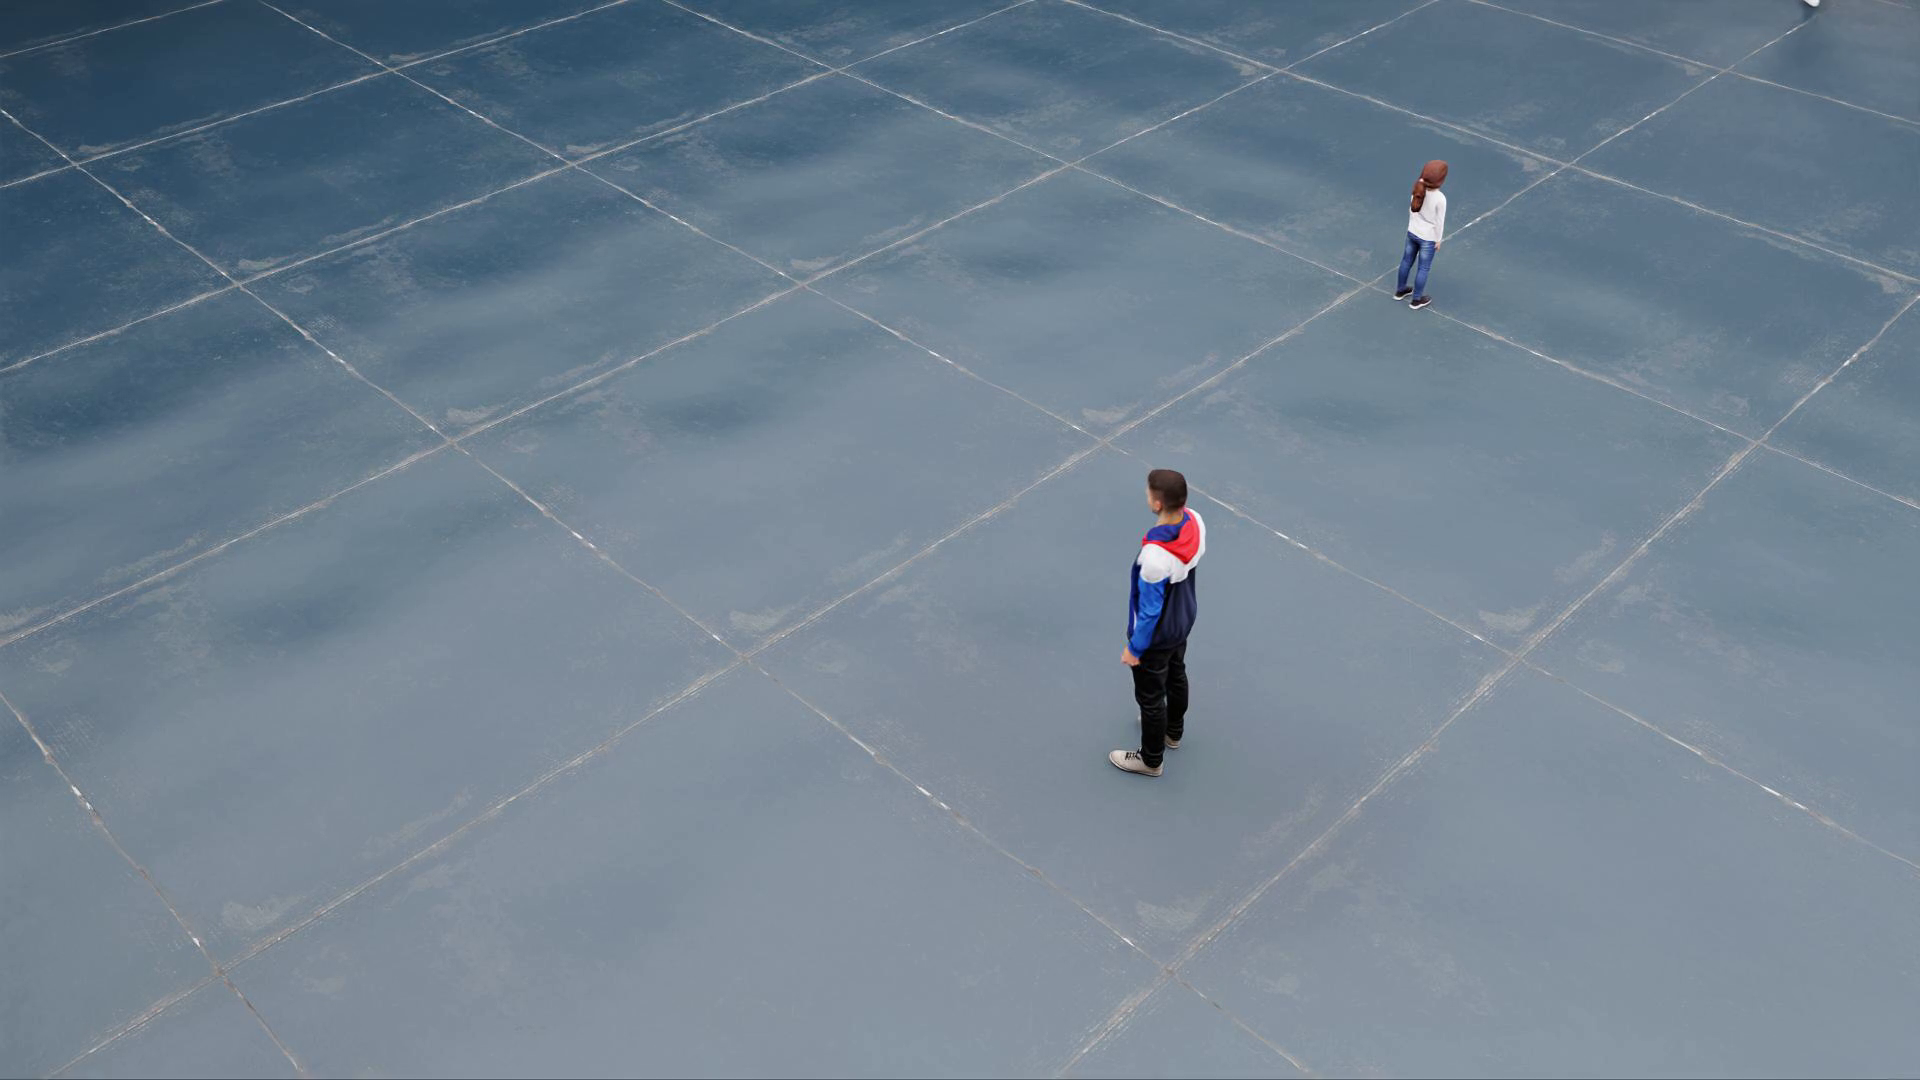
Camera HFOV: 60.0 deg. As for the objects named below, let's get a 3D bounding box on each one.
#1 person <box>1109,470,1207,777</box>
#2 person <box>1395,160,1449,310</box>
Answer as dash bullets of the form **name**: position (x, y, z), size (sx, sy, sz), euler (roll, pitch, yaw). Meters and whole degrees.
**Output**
- **person**: position (0.976, 0.397, 7.991), size (0.733, 1.758, 0.537), euler (24, 43, 28)
- **person**: position (3.330, -2.221, 11.968), size (0.483, 1.112, 0.452), euler (-26, 44, -30)
